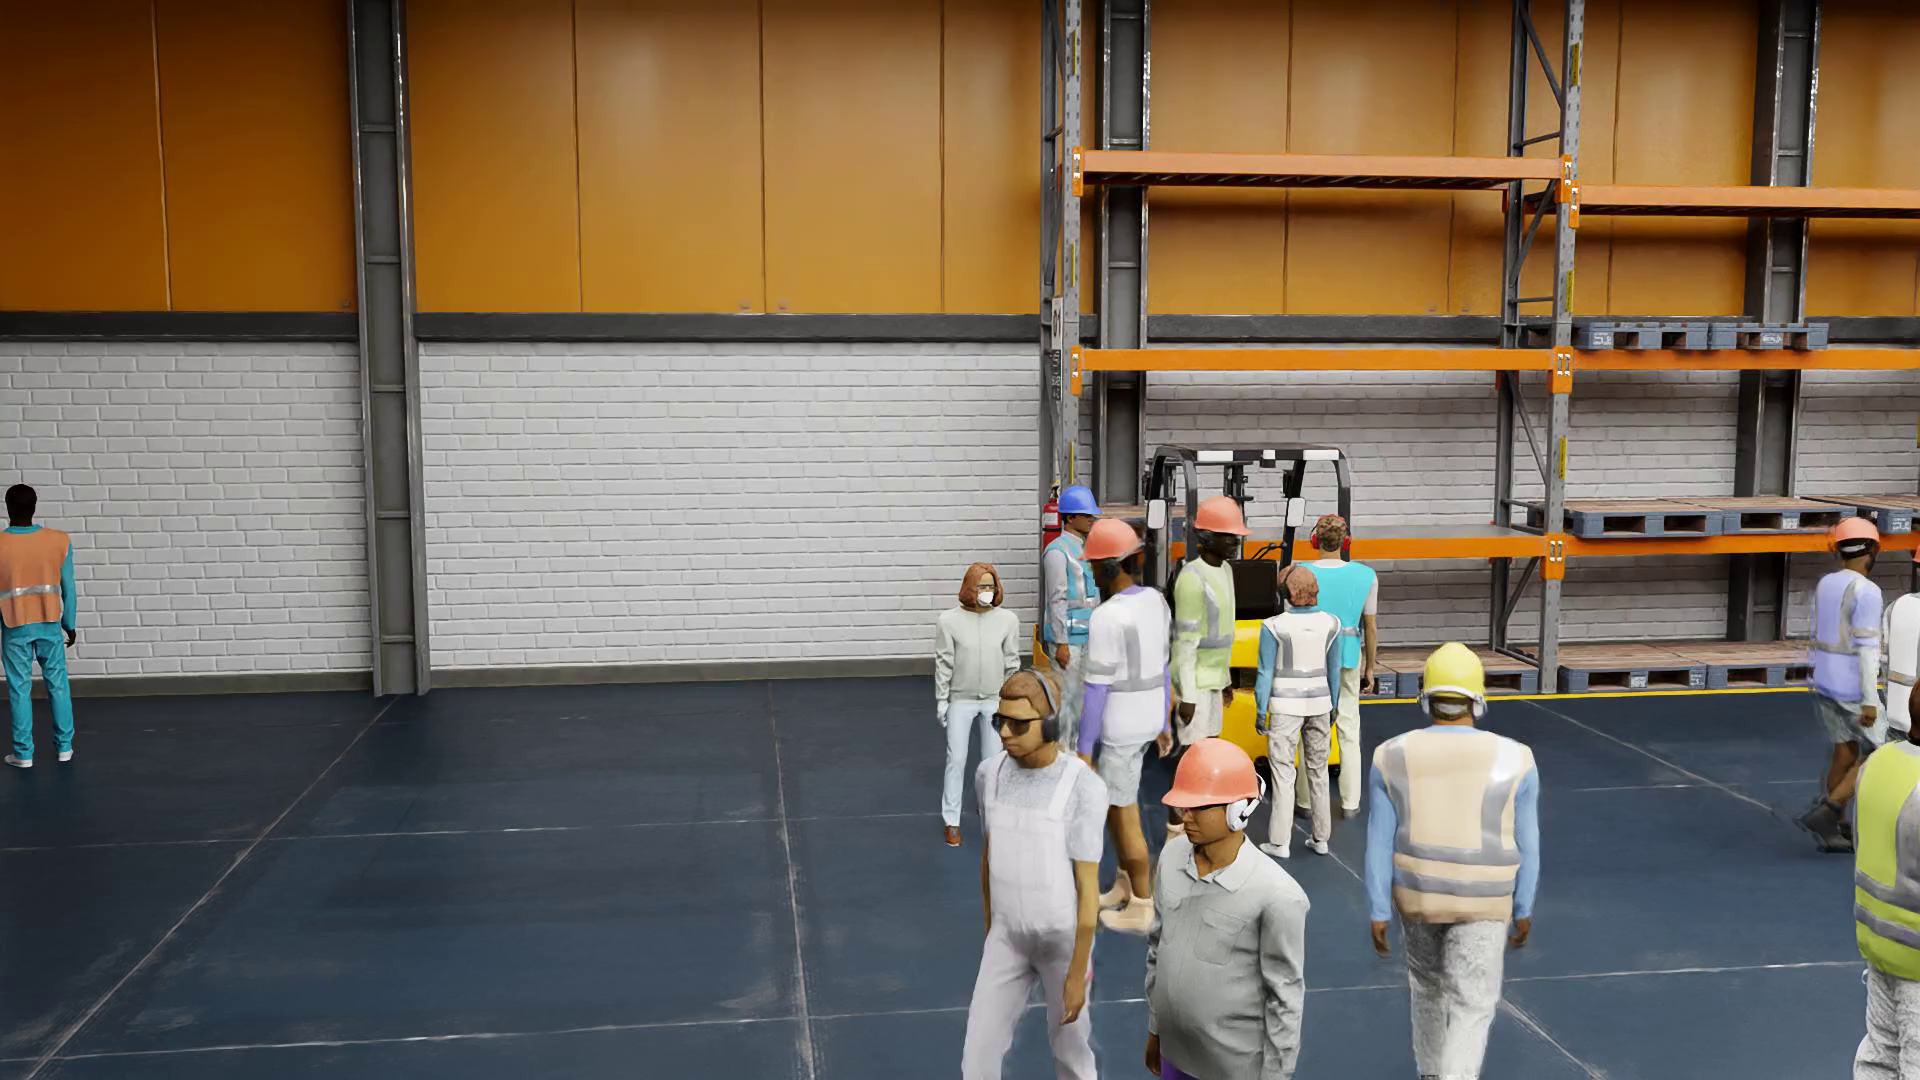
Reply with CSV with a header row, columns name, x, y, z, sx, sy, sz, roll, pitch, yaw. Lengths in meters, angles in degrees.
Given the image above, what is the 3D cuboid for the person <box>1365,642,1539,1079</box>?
name,x,y,z,sx,sy,sz,roll,pitch,yaw
person,1.713,1.263,5.841,0.574,1.793,0.898,3,7,27

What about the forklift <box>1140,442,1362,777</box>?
name,x,y,z,sx,sy,sz,roll,pitch,yaw
forklift,1.912,0.418,11.496,1.214,2.155,2.313,-1,7,-8

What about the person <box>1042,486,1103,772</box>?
name,x,y,z,sx,sy,sz,roll,pitch,yaw
person,0.733,0.617,10.822,0.384,1.949,0.604,3,7,22

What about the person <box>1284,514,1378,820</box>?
name,x,y,z,sx,sy,sz,roll,pitch,yaw
person,2.205,0.766,9.953,0.567,1.846,0.389,1,7,5

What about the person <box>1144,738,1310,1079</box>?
name,x,y,z,sx,sy,sz,roll,pitch,yaw
person,0.706,1.416,4.667,0.326,1.752,0.561,-5,8,-36

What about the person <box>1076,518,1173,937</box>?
name,x,y,z,sx,sy,sz,roll,pitch,yaw
person,0.740,0.900,8.029,0.601,2.019,0.646,4,8,33

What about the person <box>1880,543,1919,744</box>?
name,x,y,z,sx,sy,sz,roll,pitch,yaw
person,4.836,0.911,8.294,0.373,1.934,0.551,0,7,-2

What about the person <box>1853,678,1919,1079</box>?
name,x,y,z,sx,sy,sz,roll,pitch,yaw
person,3.030,1.313,5.184,0.429,1.842,0.635,1,7,5

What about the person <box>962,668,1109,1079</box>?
name,x,y,z,sx,sy,sz,roll,pitch,yaw
person,0.185,1.321,5.250,0.512,1.817,0.821,4,8,33

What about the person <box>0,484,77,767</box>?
name,x,y,z,sx,sy,sz,roll,pitch,yaw
person,-6.304,0.579,11.276,0.587,1.920,0.392,-6,9,-43

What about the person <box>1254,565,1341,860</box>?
name,x,y,z,sx,sy,sz,roll,pitch,yaw
person,1.877,0.957,9.224,0.525,1.633,0.313,-2,7,-18

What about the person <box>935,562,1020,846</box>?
name,x,y,z,sx,sy,sz,roll,pitch,yaw
person,0.099,0.931,9.475,0.501,1.629,0.288,-2,7,-15

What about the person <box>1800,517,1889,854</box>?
name,x,y,z,sx,sy,sz,roll,pitch,yaw
person,4.950,0.822,9.288,0.435,1.892,0.568,0,7,-2

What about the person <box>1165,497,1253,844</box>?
name,x,y,z,sx,sy,sz,roll,pitch,yaw
person,1.382,0.773,9.168,0.452,2.028,0.606,3,7,26
